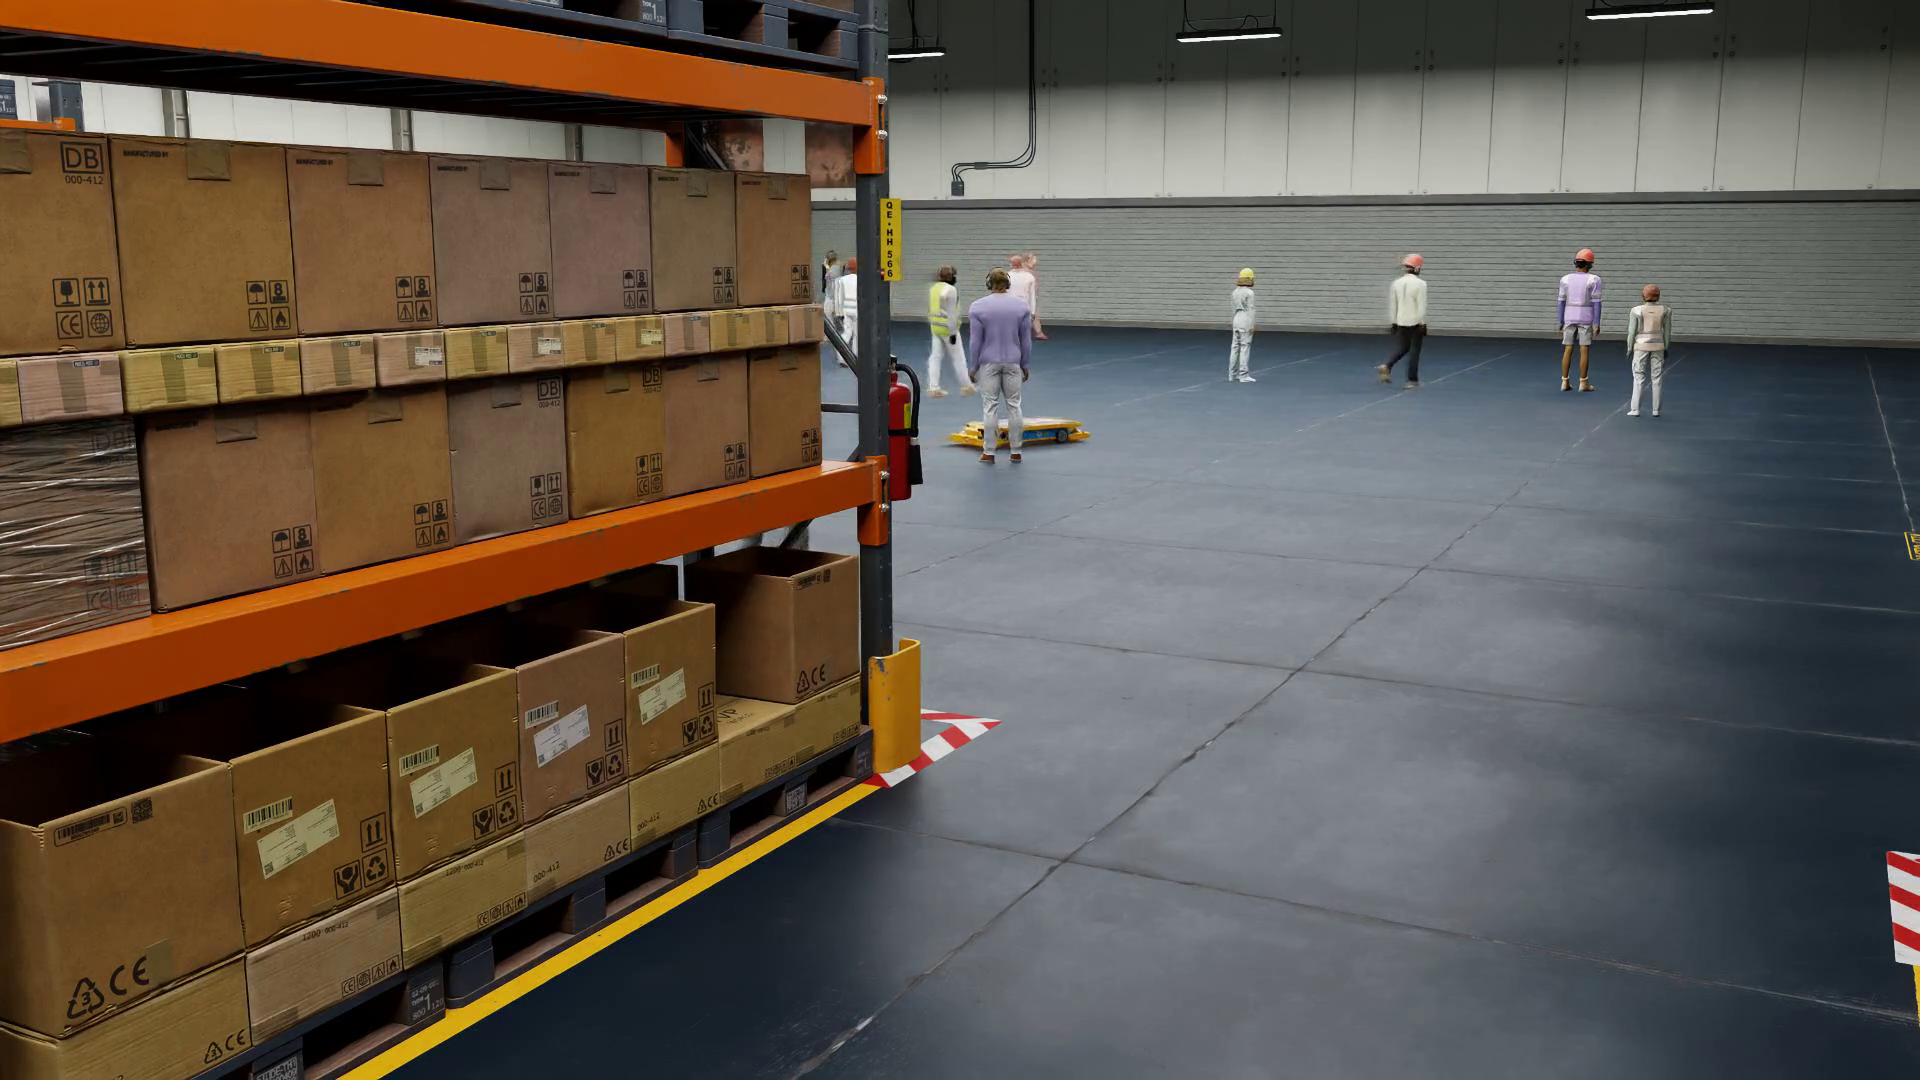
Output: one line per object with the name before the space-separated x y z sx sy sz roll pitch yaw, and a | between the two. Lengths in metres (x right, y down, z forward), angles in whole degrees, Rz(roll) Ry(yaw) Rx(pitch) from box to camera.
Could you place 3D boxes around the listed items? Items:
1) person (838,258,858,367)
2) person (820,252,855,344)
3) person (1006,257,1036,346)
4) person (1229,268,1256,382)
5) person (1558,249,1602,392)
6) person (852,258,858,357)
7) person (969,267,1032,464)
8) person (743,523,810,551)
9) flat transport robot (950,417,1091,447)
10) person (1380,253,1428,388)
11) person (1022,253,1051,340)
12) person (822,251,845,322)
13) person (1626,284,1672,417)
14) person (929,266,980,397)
person | -1.833 -3.863 28.367 0.595 1.867 0.839 5 12 26
person | -2.527 -4.972 34.222 0.831 1.913 0.633 1 10 8
person | 0.974 -3.969 28.863 0.664 1.857 1.011 0 10 1
person | 4.380 -3.297 25.556 0.314 1.736 0.509 -6 12 -29
person | 8.934 -3.159 23.963 0.614 2.041 0.390 9 14 41
person | -1.811 -4.143 29.903 0.591 1.841 0.970 -7 13 -35
person | 0.391 -1.707 16.349 0.627 1.934 0.371 -2 11 -10
person | -1.076 -0.342 9.803 0.520 1.608 0.719 -6 12 -31
flat transport robot | 0.664 -1.182 18.020 1.431 0.197 0.652 -7 13 -34
person | 6.570 -3.212 24.435 0.643 1.976 0.619 -6 12 -30
person | 1.456 -5.232 35.749 0.949 1.871 0.647 2 11 12
person | -3.293 -6.585 43.217 0.621 1.837 0.430 -4 11 -21
person | 8.513 -2.335 20.573 0.514 1.640 0.310 1 10 7
person | -0.075 -2.900 23.169 0.848 1.811 0.654 -6 12 -31
